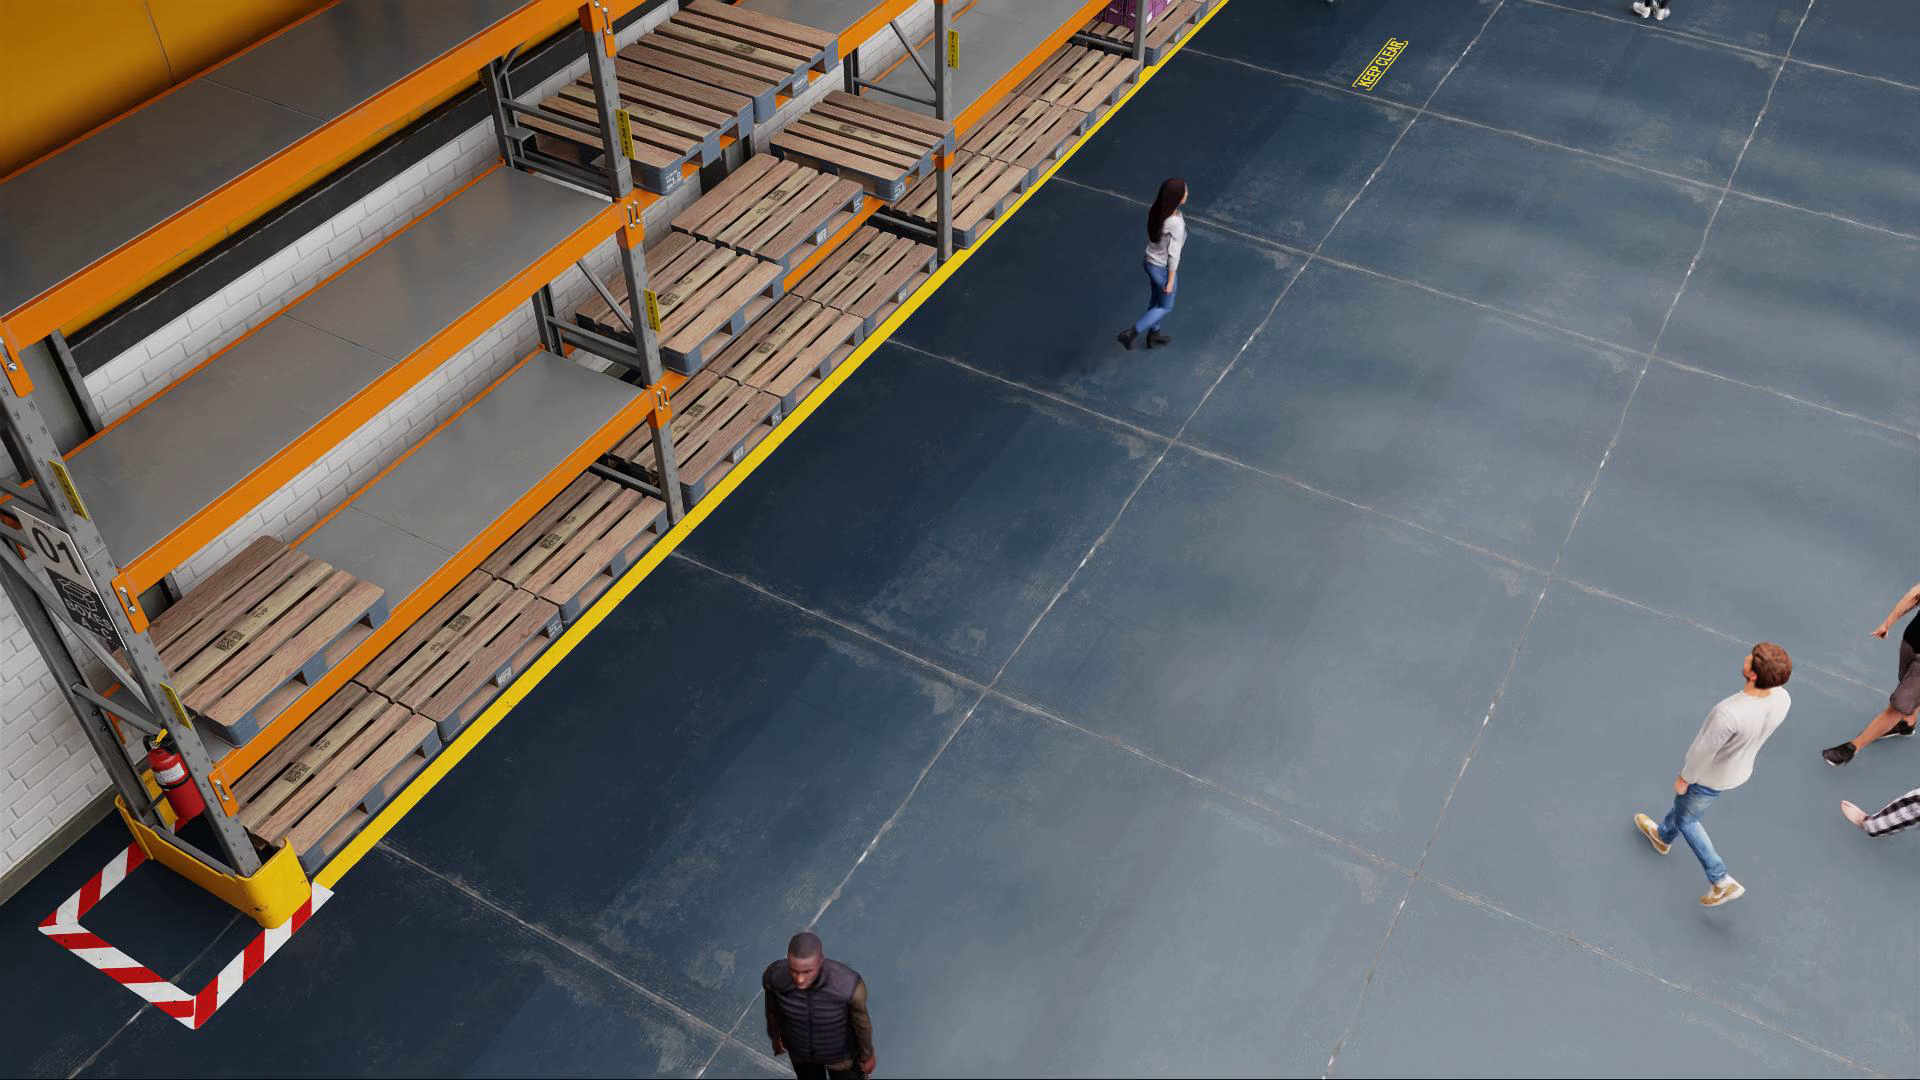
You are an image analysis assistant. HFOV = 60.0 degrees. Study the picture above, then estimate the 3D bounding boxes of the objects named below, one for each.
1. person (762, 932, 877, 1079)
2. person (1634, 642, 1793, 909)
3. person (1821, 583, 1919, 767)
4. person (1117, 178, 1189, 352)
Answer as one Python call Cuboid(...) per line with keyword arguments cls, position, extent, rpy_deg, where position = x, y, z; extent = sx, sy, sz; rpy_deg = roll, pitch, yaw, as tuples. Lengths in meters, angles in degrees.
Cuboid(cls="person", position=(-0.660, 2.478, 8.383), extent=(0.851, 1.826, 0.944), rpy_deg=(10, 44, 10))
Cuboid(cls="person", position=(4.382, 1.360, 9.517), extent=(1.112, 1.881, 1.070), rpy_deg=(-20, 47, -20))
Cuboid(cls="person", position=(6.096, 0.657, 10.292), extent=(1.162, 1.829, 1.120), rpy_deg=(-10, 45, -10))
Cuboid(cls="person", position=(1.542, -2.166, 13.411), extent=(0.938, 1.616, 0.849), rpy_deg=(-19, 47, -19))
